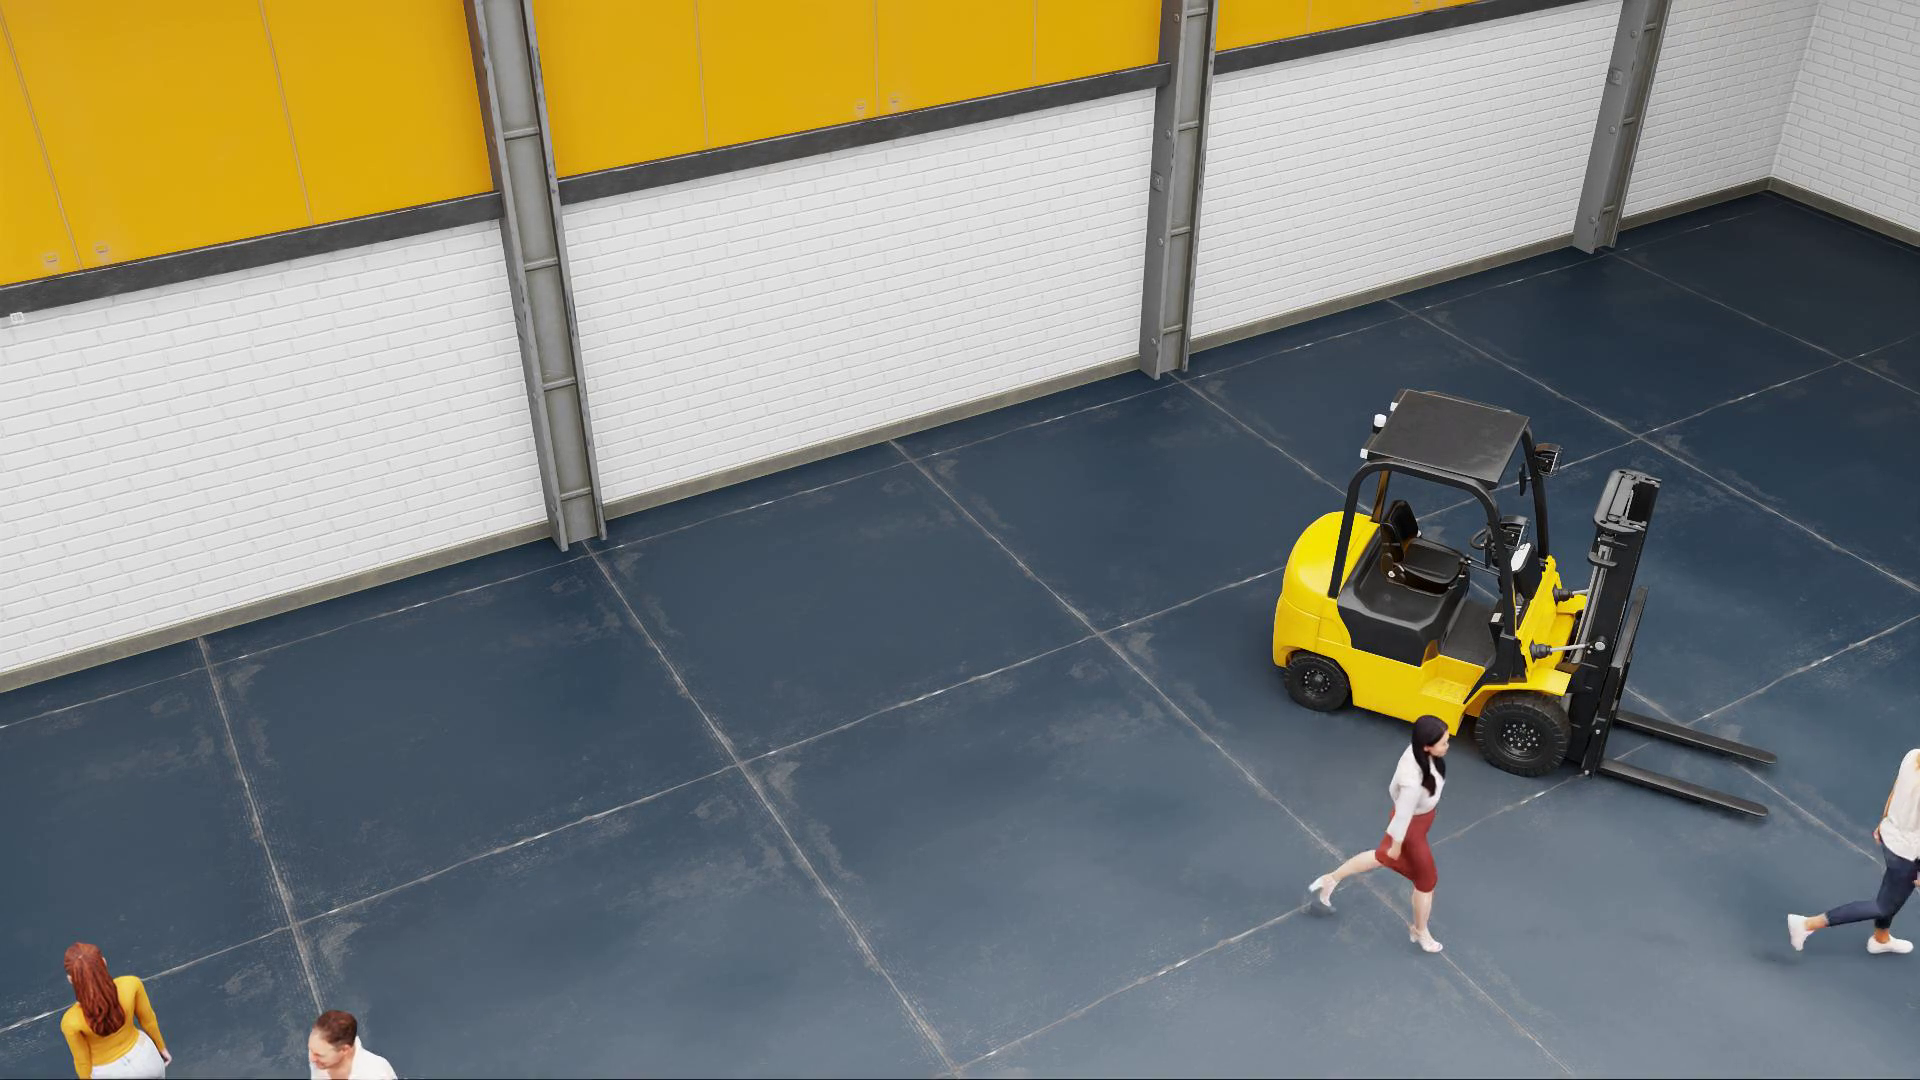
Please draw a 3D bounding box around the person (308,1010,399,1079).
[{"bbox_3d":[-2.723,2.822,8.011,0.906,1.797,1.326,28,43,35],"label":"person"}]

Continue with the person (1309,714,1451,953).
[{"bbox_3d":[2.554,1.693,9.780,1.067,1.718,1.071,12,35,17],"label":"person"}]

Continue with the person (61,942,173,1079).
[{"bbox_3d":[-4.145,2.663,8.289,0.735,1.753,0.639,21,39,29],"label":"person"}]

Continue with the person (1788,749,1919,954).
[{"bbox_3d":[5.340,1.781,9.587,1.116,1.786,1.002,4,34,6],"label":"person"}]
